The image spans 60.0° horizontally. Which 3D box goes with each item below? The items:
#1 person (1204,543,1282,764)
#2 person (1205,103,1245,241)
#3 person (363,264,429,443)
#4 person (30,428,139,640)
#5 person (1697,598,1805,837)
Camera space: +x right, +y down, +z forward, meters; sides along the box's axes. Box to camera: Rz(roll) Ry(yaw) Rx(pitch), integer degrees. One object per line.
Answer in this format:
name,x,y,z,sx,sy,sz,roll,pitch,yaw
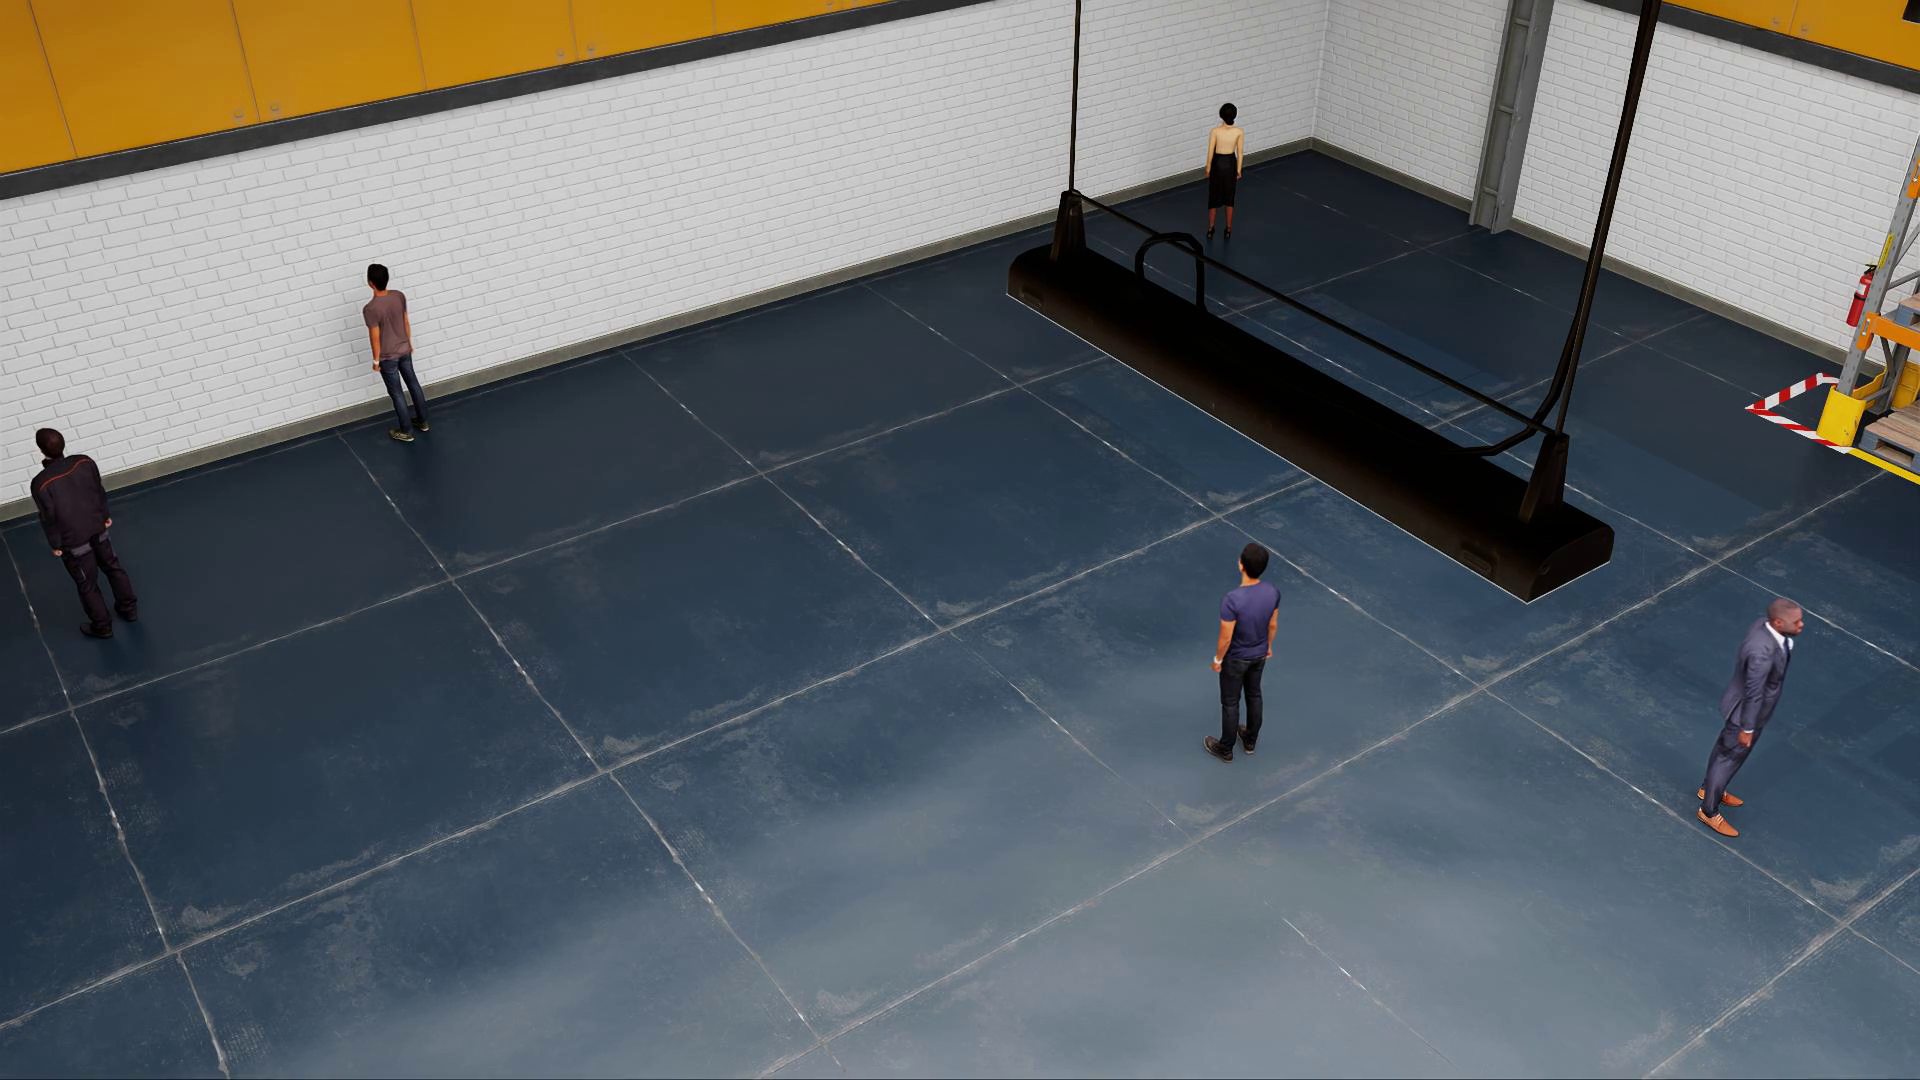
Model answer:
person,2.014,0.801,11.768,0.681,1.793,0.570,-15,36,-21
person,3.108,-4.355,19.651,0.675,1.654,0.713,1,34,1
person,-5.319,-1.774,15.654,0.680,1.779,0.707,19,38,26
person,-6.884,-0.066,13.032,0.764,1.839,0.799,16,37,22
person,5.318,1.141,11.229,0.764,1.824,0.785,16,37,23
